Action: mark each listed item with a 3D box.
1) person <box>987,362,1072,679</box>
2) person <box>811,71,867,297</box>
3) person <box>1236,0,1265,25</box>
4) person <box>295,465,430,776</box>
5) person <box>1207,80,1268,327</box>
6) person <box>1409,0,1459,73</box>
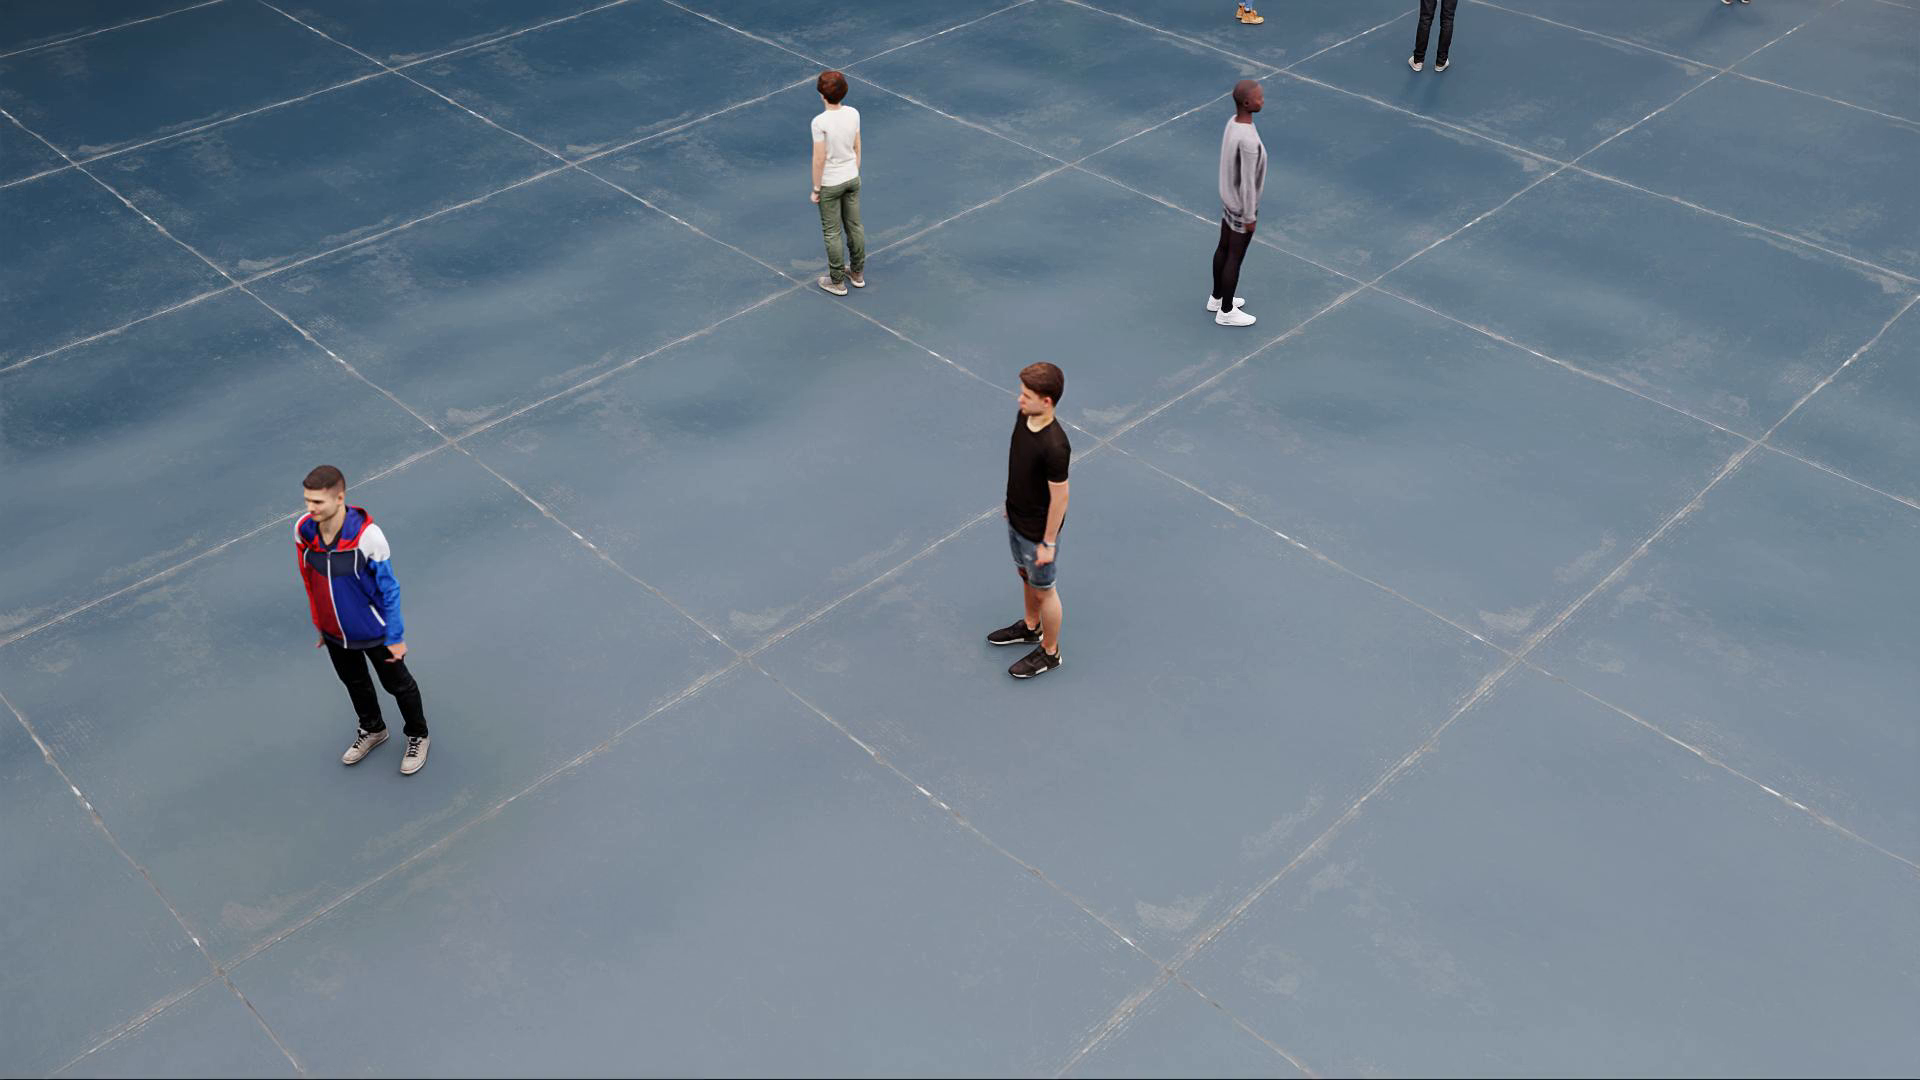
[{"bbox_3d":[0.400,-0.110,8.585,0.704,1.847,0.742,-13,39,-17],"label":"person"},{"bbox_3d":[-0.880,-2.571,11.982,0.493,1.654,0.661,-26,44,-30],"label":"person"},{"bbox_3d":[2.925,-5.799,16.561,0.615,1.250,0.576,-6,38,-8],"label":"person"},{"bbox_3d":[-2.886,0.381,8.014,0.718,1.756,0.714,10,38,13],"label":"person"},{"bbox_3d":[1.930,-2.353,11.597,0.729,1.772,0.697,-5,38,-6],"label":"person"},{"bbox_3d":[4.469,-5.226,15.385,0.703,1.761,0.724,6,38,8],"label":"person"}]
